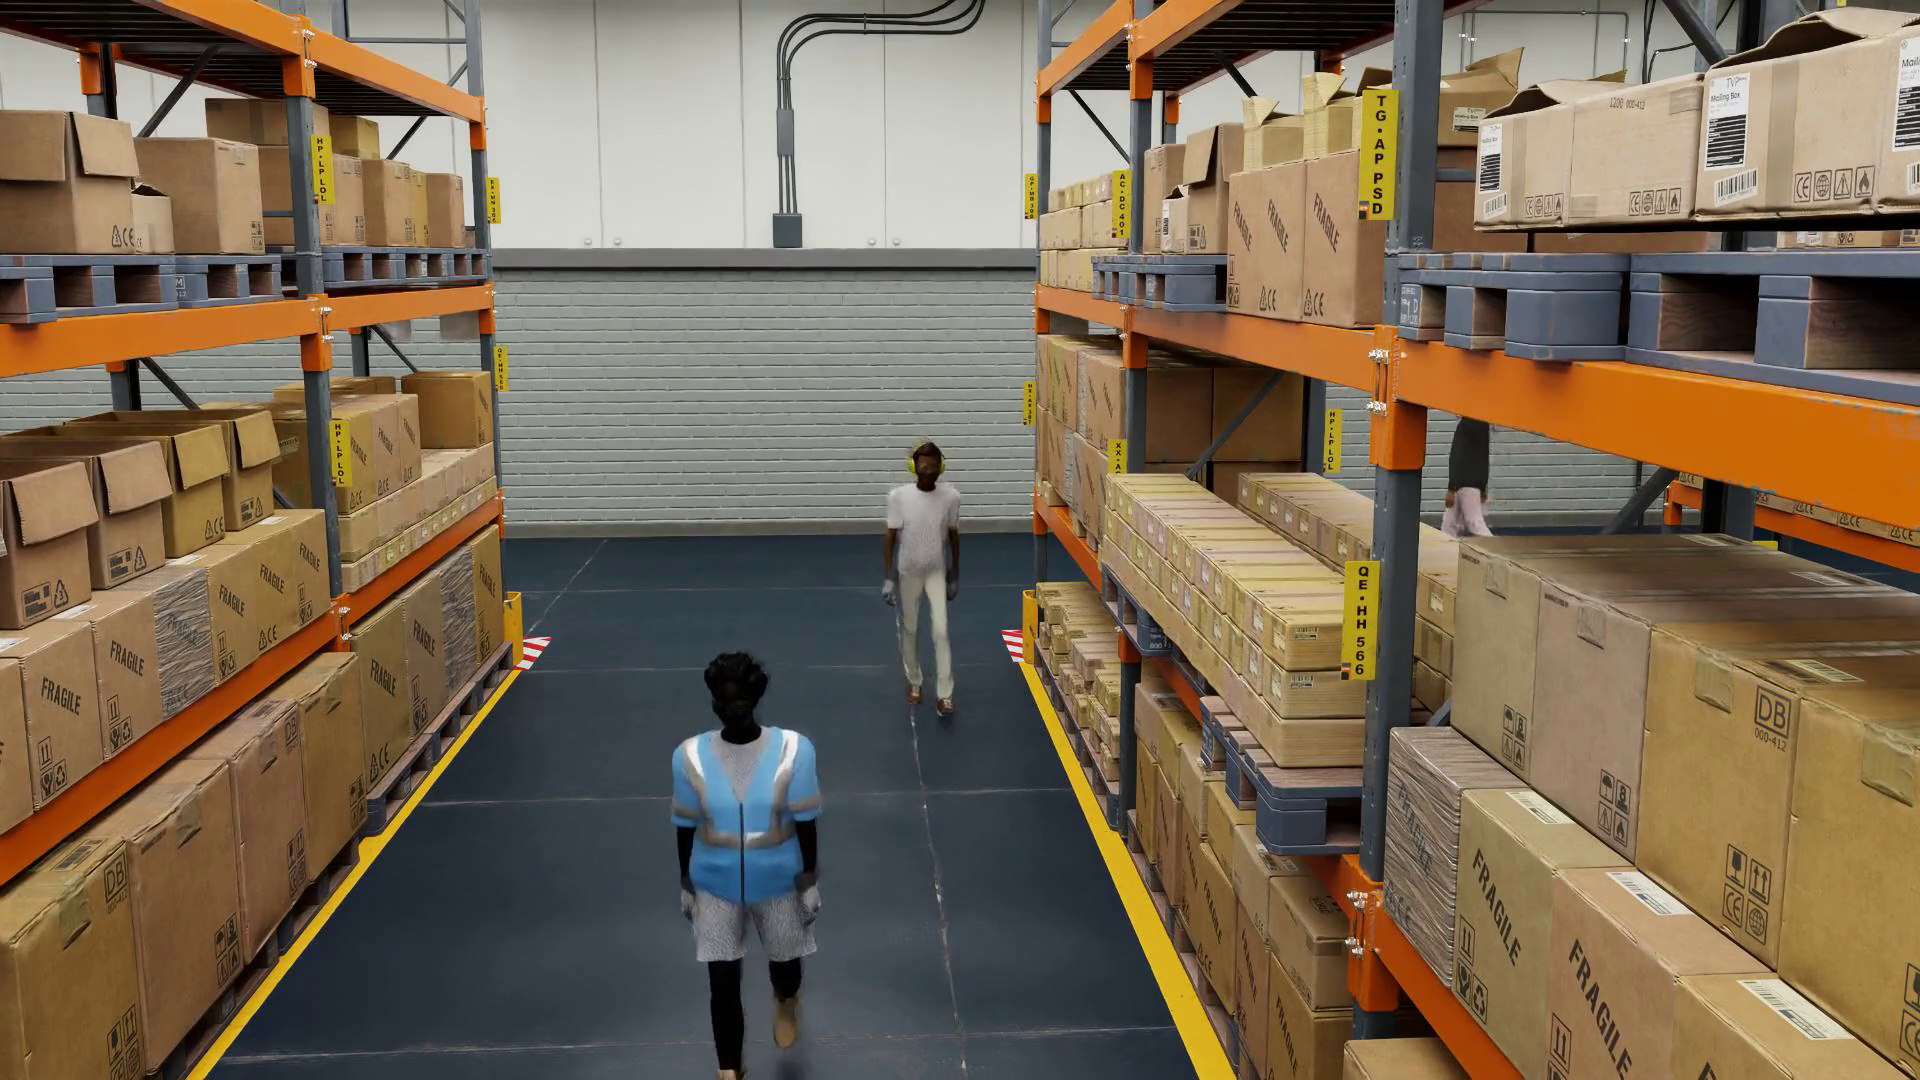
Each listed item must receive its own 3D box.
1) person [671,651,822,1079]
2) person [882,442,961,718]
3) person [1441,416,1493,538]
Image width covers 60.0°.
[{"bbox_3d":[-0.756,1.198,5.931,0.538,1.680,0.641,0,10,-2],"label":"person"},{"bbox_3d":[-0.249,0.269,11.028,0.540,1.818,0.963,-1,10,-5],"label":"person"},{"bbox_3d":[4.719,-0.525,15.309,1.003,1.954,0.628,6,11,32],"label":"person"}]
